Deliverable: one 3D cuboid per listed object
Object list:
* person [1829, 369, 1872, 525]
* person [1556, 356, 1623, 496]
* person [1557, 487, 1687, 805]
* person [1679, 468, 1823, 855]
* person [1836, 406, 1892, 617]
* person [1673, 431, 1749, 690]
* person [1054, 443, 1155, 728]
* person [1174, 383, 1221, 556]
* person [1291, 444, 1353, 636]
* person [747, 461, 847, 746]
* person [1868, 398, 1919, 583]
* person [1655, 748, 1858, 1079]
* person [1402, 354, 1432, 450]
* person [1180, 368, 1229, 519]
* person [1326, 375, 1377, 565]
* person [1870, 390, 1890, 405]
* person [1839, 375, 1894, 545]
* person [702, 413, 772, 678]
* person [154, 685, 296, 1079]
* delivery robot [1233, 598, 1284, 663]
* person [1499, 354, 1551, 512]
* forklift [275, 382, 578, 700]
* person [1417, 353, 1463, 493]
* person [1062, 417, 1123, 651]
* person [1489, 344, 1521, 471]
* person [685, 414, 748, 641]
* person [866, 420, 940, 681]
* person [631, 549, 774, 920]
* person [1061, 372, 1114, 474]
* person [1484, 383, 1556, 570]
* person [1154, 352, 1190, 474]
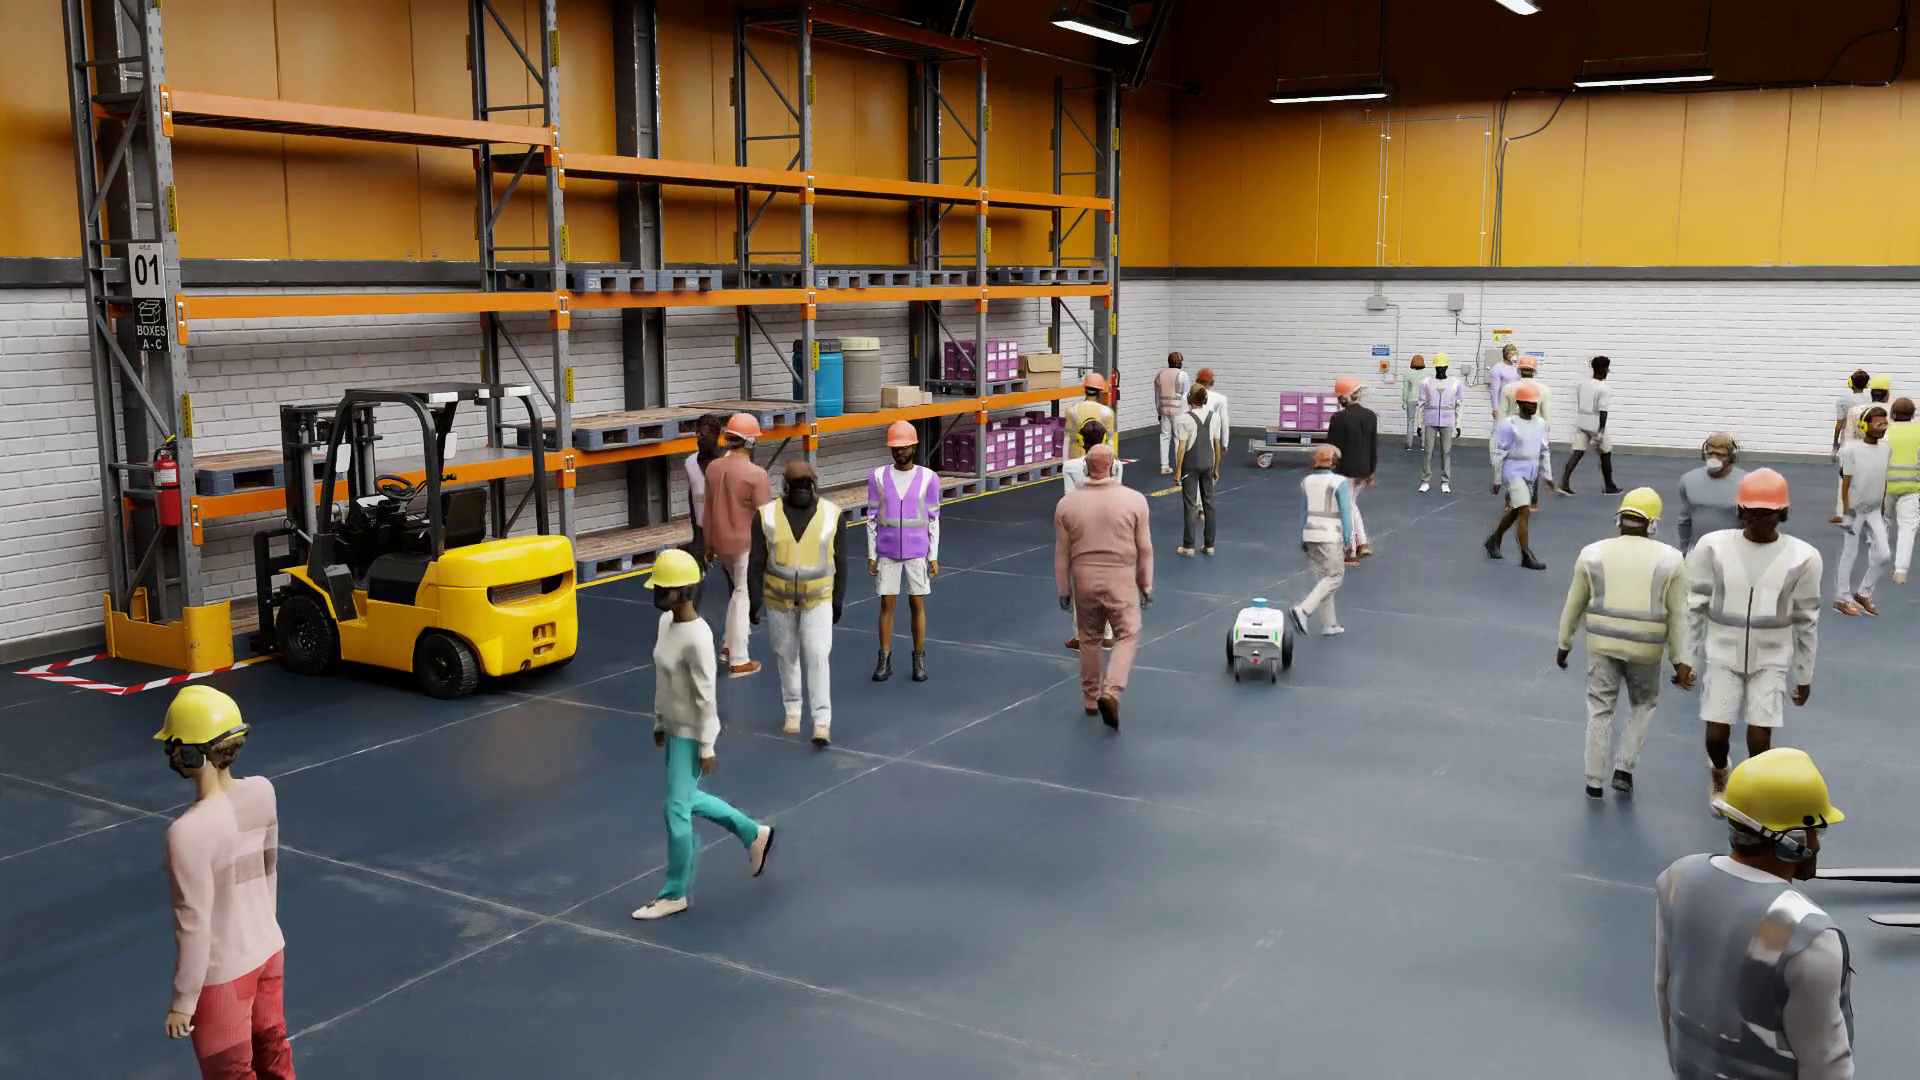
[{"bbox_3d":[10.717,-1.110,19.937,0.513,1.872,0.328,1,9,9],"label":"person"},{"bbox_3d":[8.518,-1.529,22.436,1.017,1.920,0.607,-5,10,-26],"label":"person"},{"bbox_3d":[3.751,0.600,9.445,0.708,1.803,0.489,5,10,27],"label":"person"},{"bbox_3d":[4.115,0.613,8.686,0.648,2.033,0.650,5,10,28],"label":"person"},{"bbox_3d":[7.900,-0.241,14.536,0.501,1.858,0.487,-1,9,-8],"label":"person"},{"bbox_3d":[5.599,0.127,12.191,0.916,1.897,0.640,-8,12,-42],"label":"person"},{"bbox_3d":[0.959,0.298,11.094,0.673,1.886,0.711,3,10,19],"label":"person"},{"bbox_3d":[2.528,-0.746,17.738,0.507,1.845,0.339,-3,9,-16],"label":"person"},{"bbox_3d":[2.952,0.016,13.728,0.587,1.611,0.551,-6,11,-34],"label":"person"},{"bbox_3d":[-1.043,0.412,10.651,0.633,1.807,0.822,0,9,-1],"label":"person"},{"bbox_3d":[9.274,-0.507,16.426,0.630,1.791,0.966,4,10,25],"label":"person"},{"bbox_3d":[2.028,1.423,4.241,0.404,1.833,0.588,-3,10,-17],"label":"person"},{"bbox_3d":[7.789,-2.342,28.352,0.500,1.636,0.286,1,9,5],"label":"person"},{"bbox_3d":[3.031,-1.209,20.653,0.599,1.831,0.976,2,9,10],"label":"person"},{"bbox_3d":[4.011,-0.713,17.181,0.617,1.964,0.435,-6,11,-35],"label":"person"},{"bbox_3d":[11.713,-1.179,21.221,0.528,1.598,0.849,1,9,4],"label":"person"},{"bbox_3d":[10.226,-0.904,18.641,0.617,1.871,0.992,5,10,27],"label":"person"},{"bbox_3d":[-1.607,0.039,12.413,0.656,1.977,0.475,7,12,39],"label":"person"},{"bbox_3d":[-2.272,1.313,5.132,0.316,1.769,0.524,1,9,6],"label":"person"},{"bbox_3d":[2.253,0.685,12.534,0.477,0.478,0.707,2,9,13],"label":"delivery robot"},{"bbox_3d":[7.155,-1.352,21.062,0.619,1.994,0.394,5,10,27],"label":"person"},{"bbox_3d":[-3.974,-0.067,12.417,2.313,2.155,1.214,5,11,30],"label":"forklift"},{"bbox_3d":[6.591,-1.610,22.878,0.595,1.925,0.373,3,9,16],"label":"person"},{"bbox_3d":[1.044,-0.042,13.260,0.514,1.876,0.328,-2,9,-12],"label":"person"},{"bbox_3d":[8.355,-2.027,25.445,0.630,1.940,0.373,-6,11,-33],"label":"person"},{"bbox_3d":[-2.024,-0.062,13.402,0.595,1.876,0.949,4,10,25],"label":"person"},{"bbox_3d":[-0.420,0.084,12.271,0.543,1.939,0.360,0,9,2],"label":"person"},{"bbox_3d":[-1.223,0.888,7.835,0.681,1.745,0.531,-4,10,-25],"label":"person"},{"bbox_3d":[1.414,-0.888,18.382,0.576,1.922,0.444,1,9,8],"label":"person"},{"bbox_3d":[5.762,-0.682,17.201,0.547,1.905,0.936,-5,10,-26],"label":"person"},{"bbox_3d":[3.214,-1.892,24.908,0.622,1.844,0.429,8,12,41],"label":"person"}]
